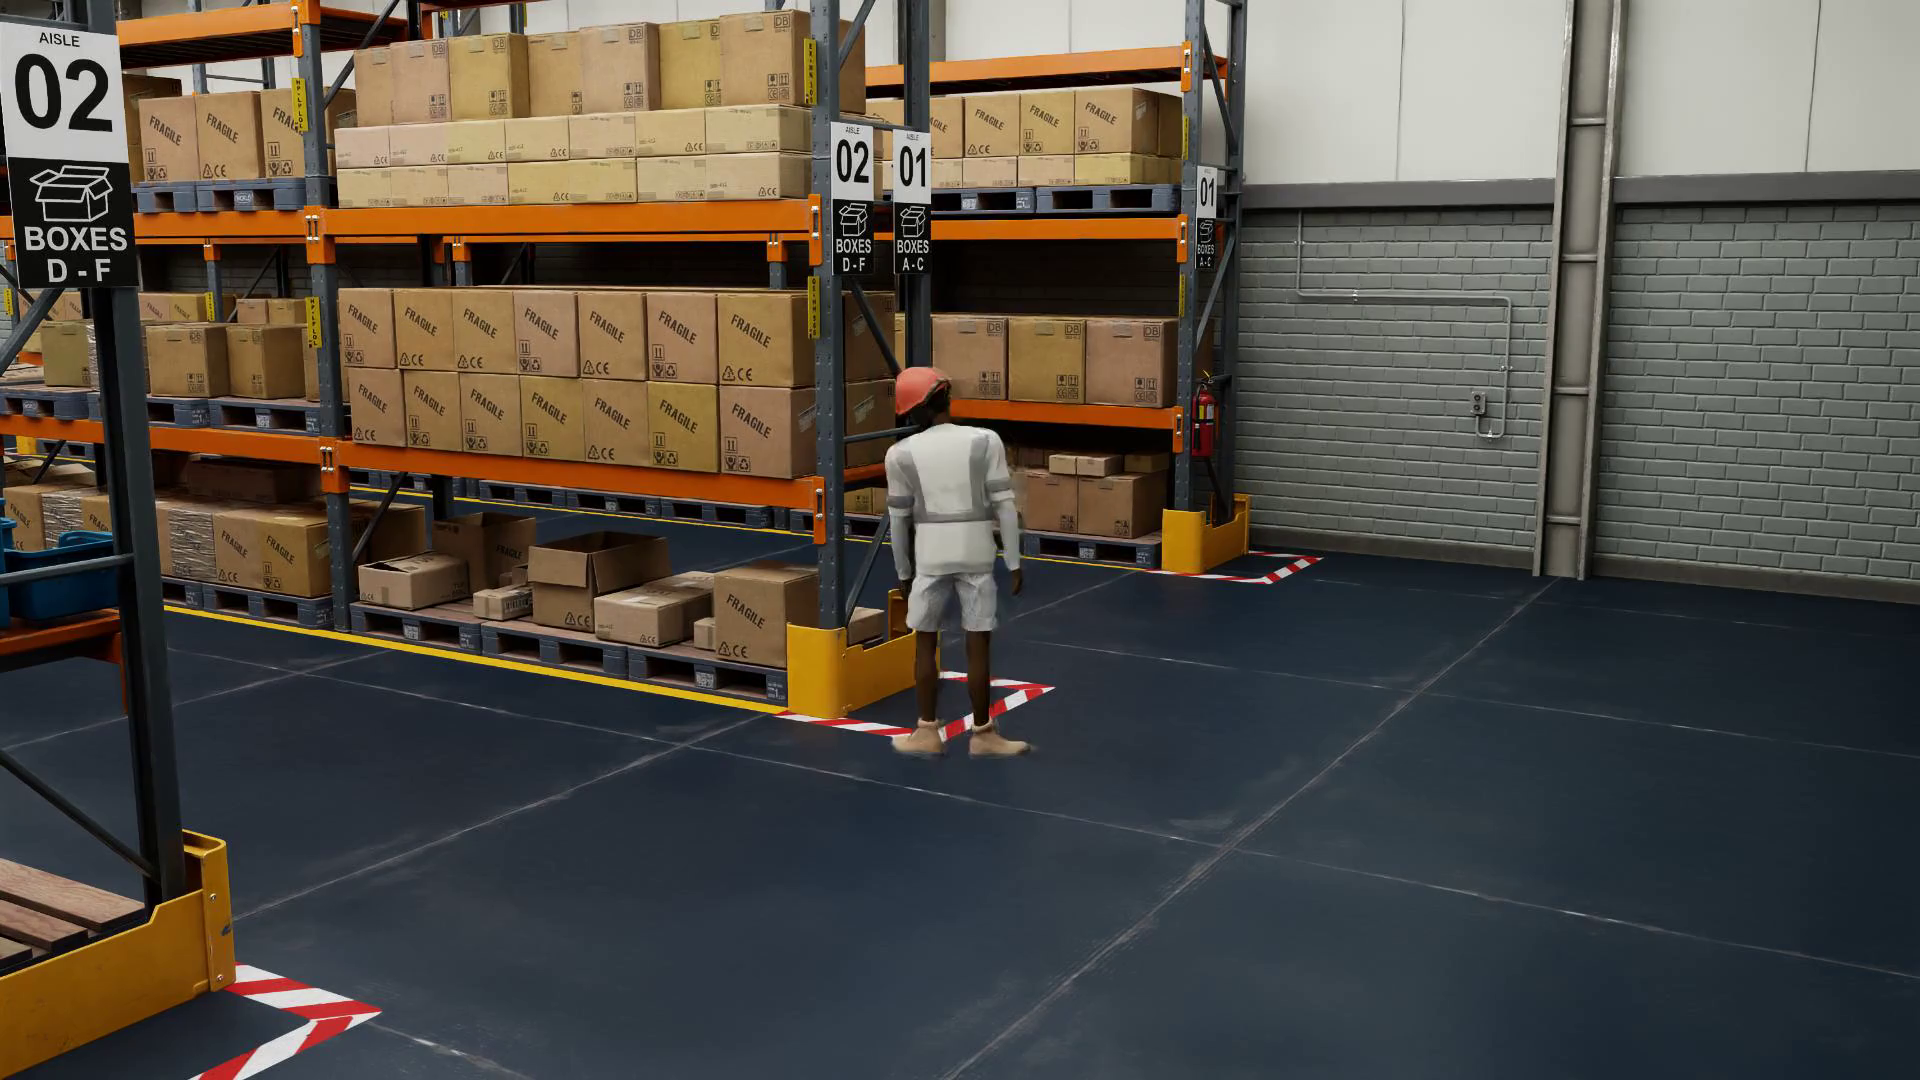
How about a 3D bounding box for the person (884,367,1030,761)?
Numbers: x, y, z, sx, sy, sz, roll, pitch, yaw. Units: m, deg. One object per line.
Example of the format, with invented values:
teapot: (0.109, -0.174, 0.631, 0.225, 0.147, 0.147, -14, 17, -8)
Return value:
person: (0.008, 0.128, 8.376, 0.758, 1.992, 0.389, 1, 10, 7)
